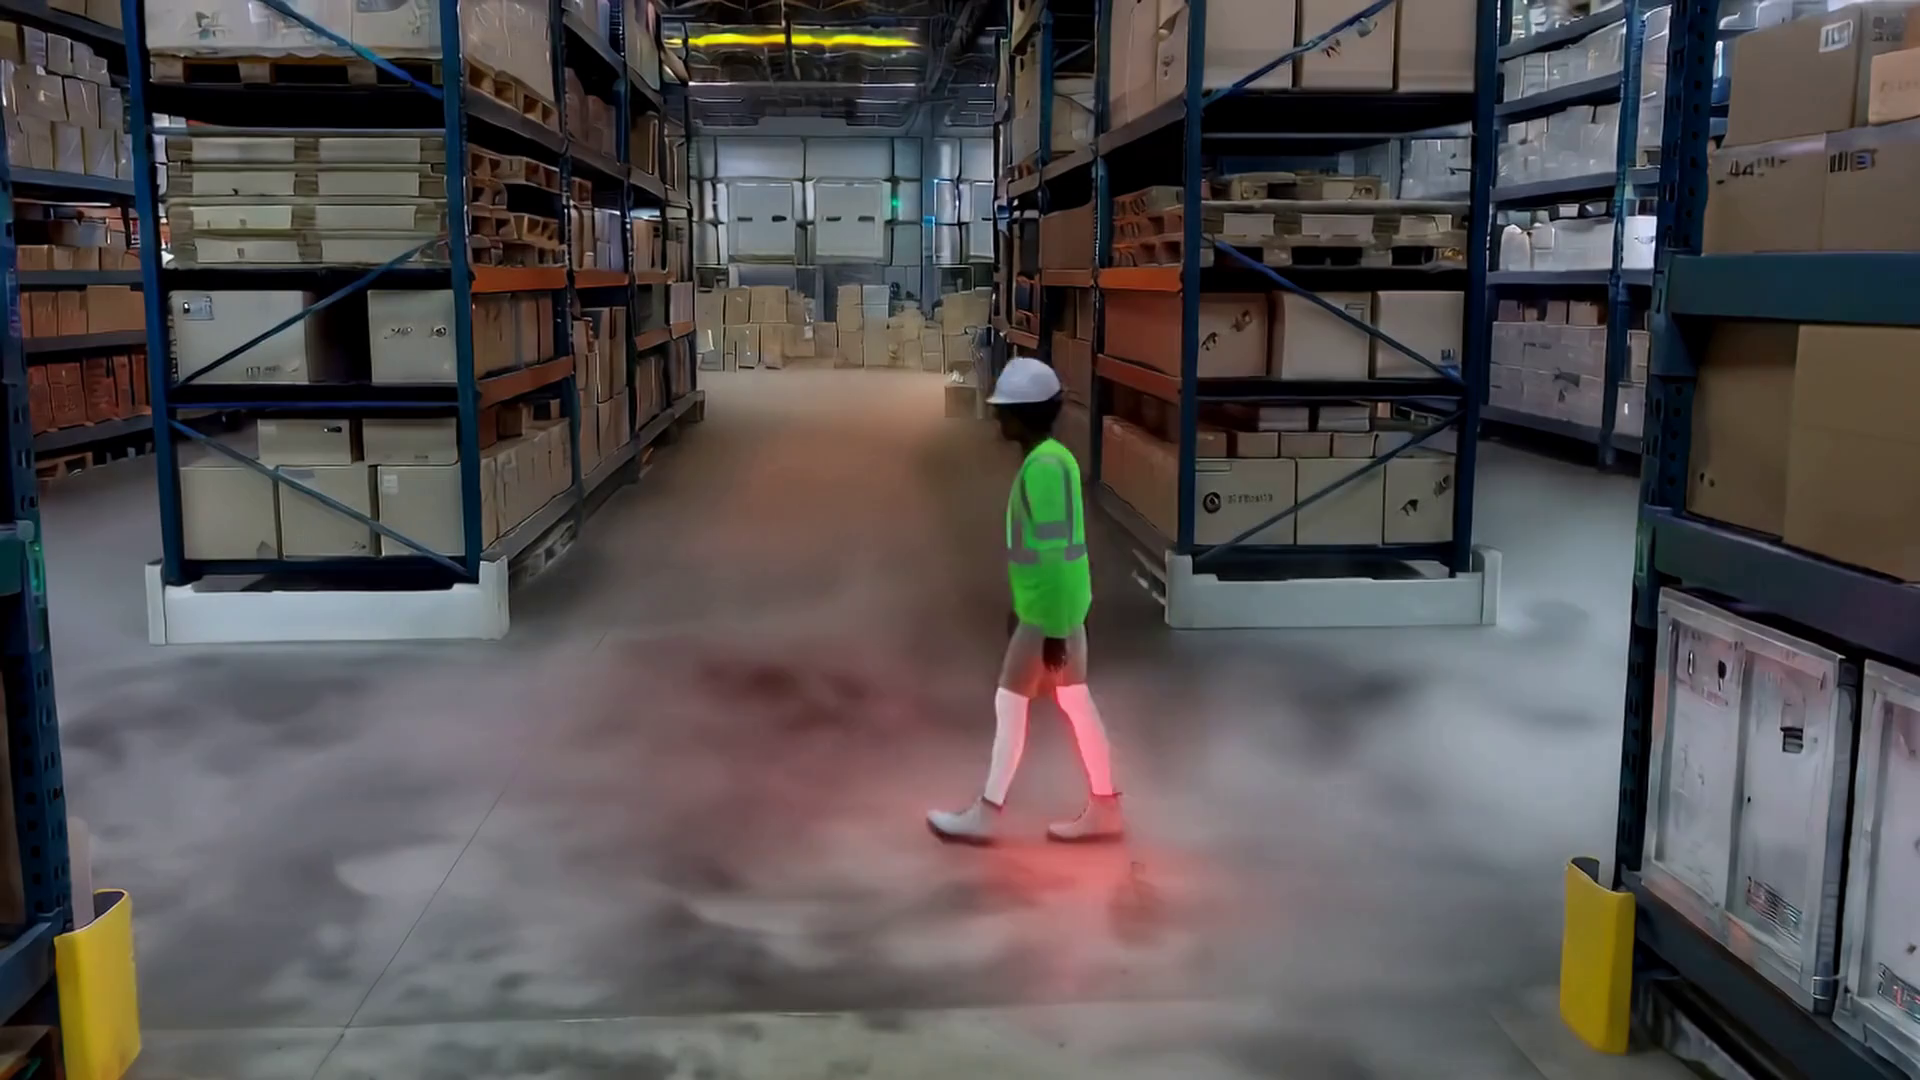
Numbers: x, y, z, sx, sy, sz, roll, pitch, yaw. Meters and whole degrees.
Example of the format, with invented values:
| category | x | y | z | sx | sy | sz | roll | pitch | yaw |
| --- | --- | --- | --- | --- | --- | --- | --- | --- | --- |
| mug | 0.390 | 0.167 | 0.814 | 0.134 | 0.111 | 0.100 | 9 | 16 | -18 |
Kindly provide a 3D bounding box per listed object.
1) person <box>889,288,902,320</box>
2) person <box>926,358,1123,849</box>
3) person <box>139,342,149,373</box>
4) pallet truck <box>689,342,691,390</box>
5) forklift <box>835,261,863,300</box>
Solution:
| category | x | y | z | sx | sy | sz | roll | pitch | yaw |
| --- | --- | --- | --- | --- | --- | --- | --- | --- | --- |
| person | -2.319 | -7.829 | 57.977 | 0.636 | 1.931 | 0.377 | 3 | 10 | 19 |
| person | 0.261 | 0.275 | 6.798 | 0.921 | 2.012 | 0.655 | 2 | 9 | 9 |
| person | -13.657 | -3.089 | 28.001 | 0.608 | 1.995 | 0.377 | -1 | 9 | -7 |
| pallet truck | -5.225 | -3.008 | 27.480 | 1.885 | 1.965 | 0.823 | 2 | 9 | 14 |
| forklift | -3.654 | -7.844 | 55.081 | 1.129 | 2.768 | 1.873 | -1 | 9 | -4 |
